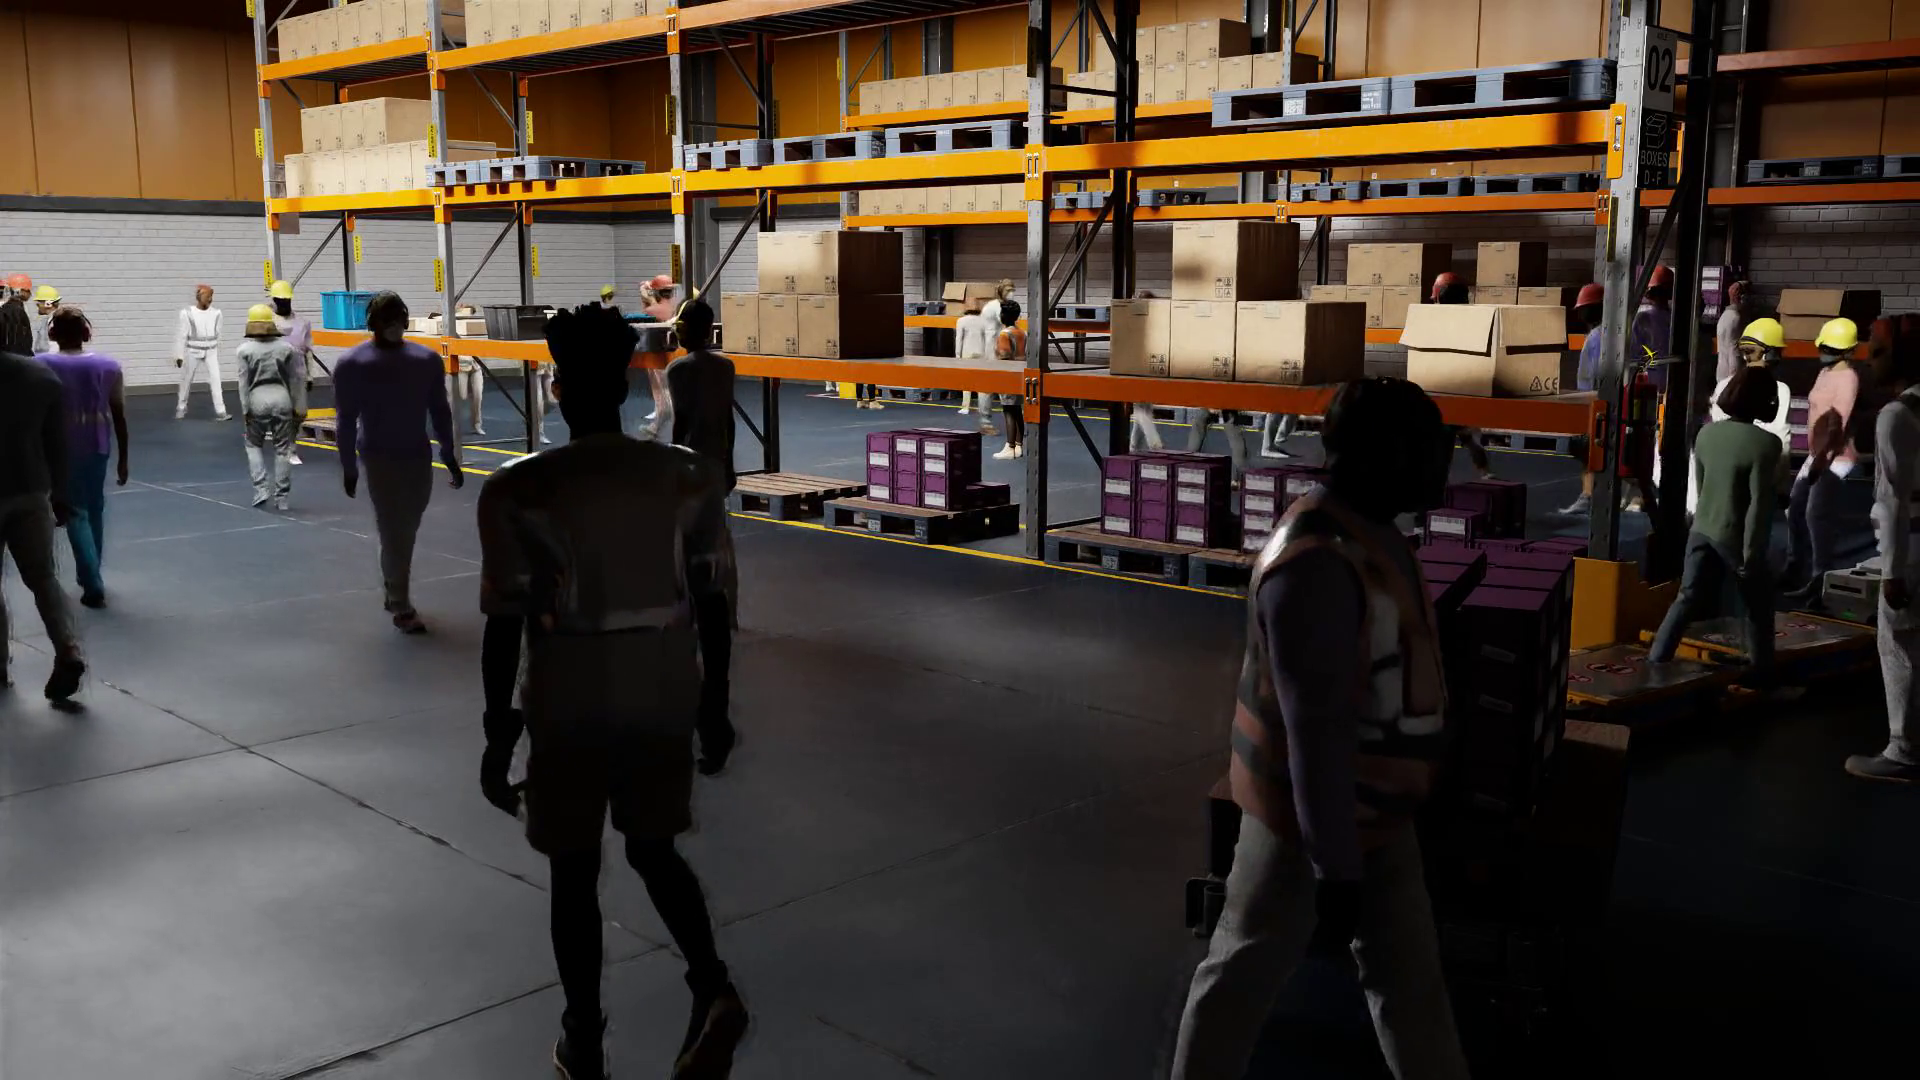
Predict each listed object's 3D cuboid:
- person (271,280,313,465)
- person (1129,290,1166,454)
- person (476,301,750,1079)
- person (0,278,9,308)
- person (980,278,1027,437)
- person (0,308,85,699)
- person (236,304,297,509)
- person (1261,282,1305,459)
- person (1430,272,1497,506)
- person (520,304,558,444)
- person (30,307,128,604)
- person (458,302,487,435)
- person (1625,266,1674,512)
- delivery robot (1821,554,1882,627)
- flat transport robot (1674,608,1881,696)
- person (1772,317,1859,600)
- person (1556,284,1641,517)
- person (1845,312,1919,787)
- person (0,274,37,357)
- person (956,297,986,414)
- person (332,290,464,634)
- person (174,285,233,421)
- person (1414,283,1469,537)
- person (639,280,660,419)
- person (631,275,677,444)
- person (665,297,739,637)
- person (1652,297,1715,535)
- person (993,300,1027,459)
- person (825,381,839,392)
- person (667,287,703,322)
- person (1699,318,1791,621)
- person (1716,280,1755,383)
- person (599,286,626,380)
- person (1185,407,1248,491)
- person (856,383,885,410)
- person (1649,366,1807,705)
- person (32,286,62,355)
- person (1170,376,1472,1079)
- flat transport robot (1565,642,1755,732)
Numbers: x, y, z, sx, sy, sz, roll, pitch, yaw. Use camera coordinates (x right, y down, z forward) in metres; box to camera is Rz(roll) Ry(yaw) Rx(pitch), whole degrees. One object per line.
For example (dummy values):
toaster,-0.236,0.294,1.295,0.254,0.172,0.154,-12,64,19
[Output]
person,-7.013,-1.738,17.274,0.592,1.910,0.611,-8,12,-40
person,1.945,-1.719,17.460,0.632,1.812,0.861,-5,11,-30
person,-0.804,0.417,3.955,0.633,1.938,0.645,-6,11,-31
person,-12.859,-2.571,22.315,0.366,1.930,0.542,2,9,13
person,0.572,-2.167,19.924,0.649,1.905,0.900,-8,12,-40
person,-4.466,-0.193,7.840,0.931,1.906,0.644,8,12,40
person,-5.827,-1.114,14.022,0.484,1.728,0.461,-6,11,-32
person,3.464,-1.804,17.697,0.530,1.908,0.603,3,10,20
person,4.162,-1.225,13.864,0.628,2.005,0.891,-2,10,-14
person,-4.911,-1.924,19.277,0.462,1.622,0.528,6,11,34
person,-5.414,-0.525,10.203,0.572,1.798,0.985,-9,13,-43
person,-6.052,-2.092,20.339,0.519,1.622,0.534,-9,13,-44
person,5.779,-1.247,13.848,0.604,2.044,0.375,-1,9,-7
delivery robot,4.959,0.261,8.871,0.707,0.478,0.477,-4,10,-25
flat transport robot,4.045,0.543,8.293,1.431,0.197,0.652,-5,11,-28
person,5.235,-0.493,10.184,0.419,1.733,0.639,2,10,14
person,5.186,-1.107,13.435,0.559,1.907,0.549,5,10,28
person,3.743,0.055,6.447,0.594,1.860,0.545,-8,12,-40
person,-11.216,-2.211,20.033,0.604,1.941,0.936,8,13,42
person,0.175,-2.574,23.261,0.503,1.627,0.270,-4,10,-23
person,-3.200,-0.458,9.458,0.646,1.931,0.692,-9,13,-43
person,-10.227,-2.503,22.298,1.067,1.820,0.625,8,12,42
person,3.633,-0.973,12.551,0.391,1.918,0.590,7,12,37
person,-3.976,-2.569,22.506,0.711,1.877,0.676,-8,12,-40
person,-3.429,-2.055,19.101,1.017,1.938,0.627,7,12,38
person,-1.435,-0.395,9.162,0.310,1.868,0.532,6,11,34
person,5.370,-0.912,12.373,0.530,1.850,0.431,-6,11,-31
person,0.534,-1.707,17.732,0.318,1.697,0.535,4,10,23
person,-2.066,-3.269,27.496,0.497,1.634,0.278,8,12,39
person,-2.794,-1.718,17.382,0.592,1.832,0.404,-9,13,-44
person,4.324,-0.328,9.105,0.340,1.760,0.531,-3,10,-15
person,7.516,-1.547,16.091,0.409,1.911,0.651,3,10,19
person,-6.031,-3.482,28.546,0.533,1.723,0.873,-8,12,-42
person,2.302,-1.356,15.256,0.535,1.799,0.955,-9,13,-43
person,-1.322,-2.713,23.900,0.535,1.697,0.318,9,13,43
person,3.501,0.001,7.583,0.831,1.591,0.514,-4,10,-21
person,-10.657,-2.070,19.584,0.403,1.827,0.595,-4,10,-25
person,0.843,0.572,3.433,0.920,1.792,0.693,5,11,29
flat transport robot,2.873,0.680,7.452,1.431,0.197,0.652,-7,11,-35
